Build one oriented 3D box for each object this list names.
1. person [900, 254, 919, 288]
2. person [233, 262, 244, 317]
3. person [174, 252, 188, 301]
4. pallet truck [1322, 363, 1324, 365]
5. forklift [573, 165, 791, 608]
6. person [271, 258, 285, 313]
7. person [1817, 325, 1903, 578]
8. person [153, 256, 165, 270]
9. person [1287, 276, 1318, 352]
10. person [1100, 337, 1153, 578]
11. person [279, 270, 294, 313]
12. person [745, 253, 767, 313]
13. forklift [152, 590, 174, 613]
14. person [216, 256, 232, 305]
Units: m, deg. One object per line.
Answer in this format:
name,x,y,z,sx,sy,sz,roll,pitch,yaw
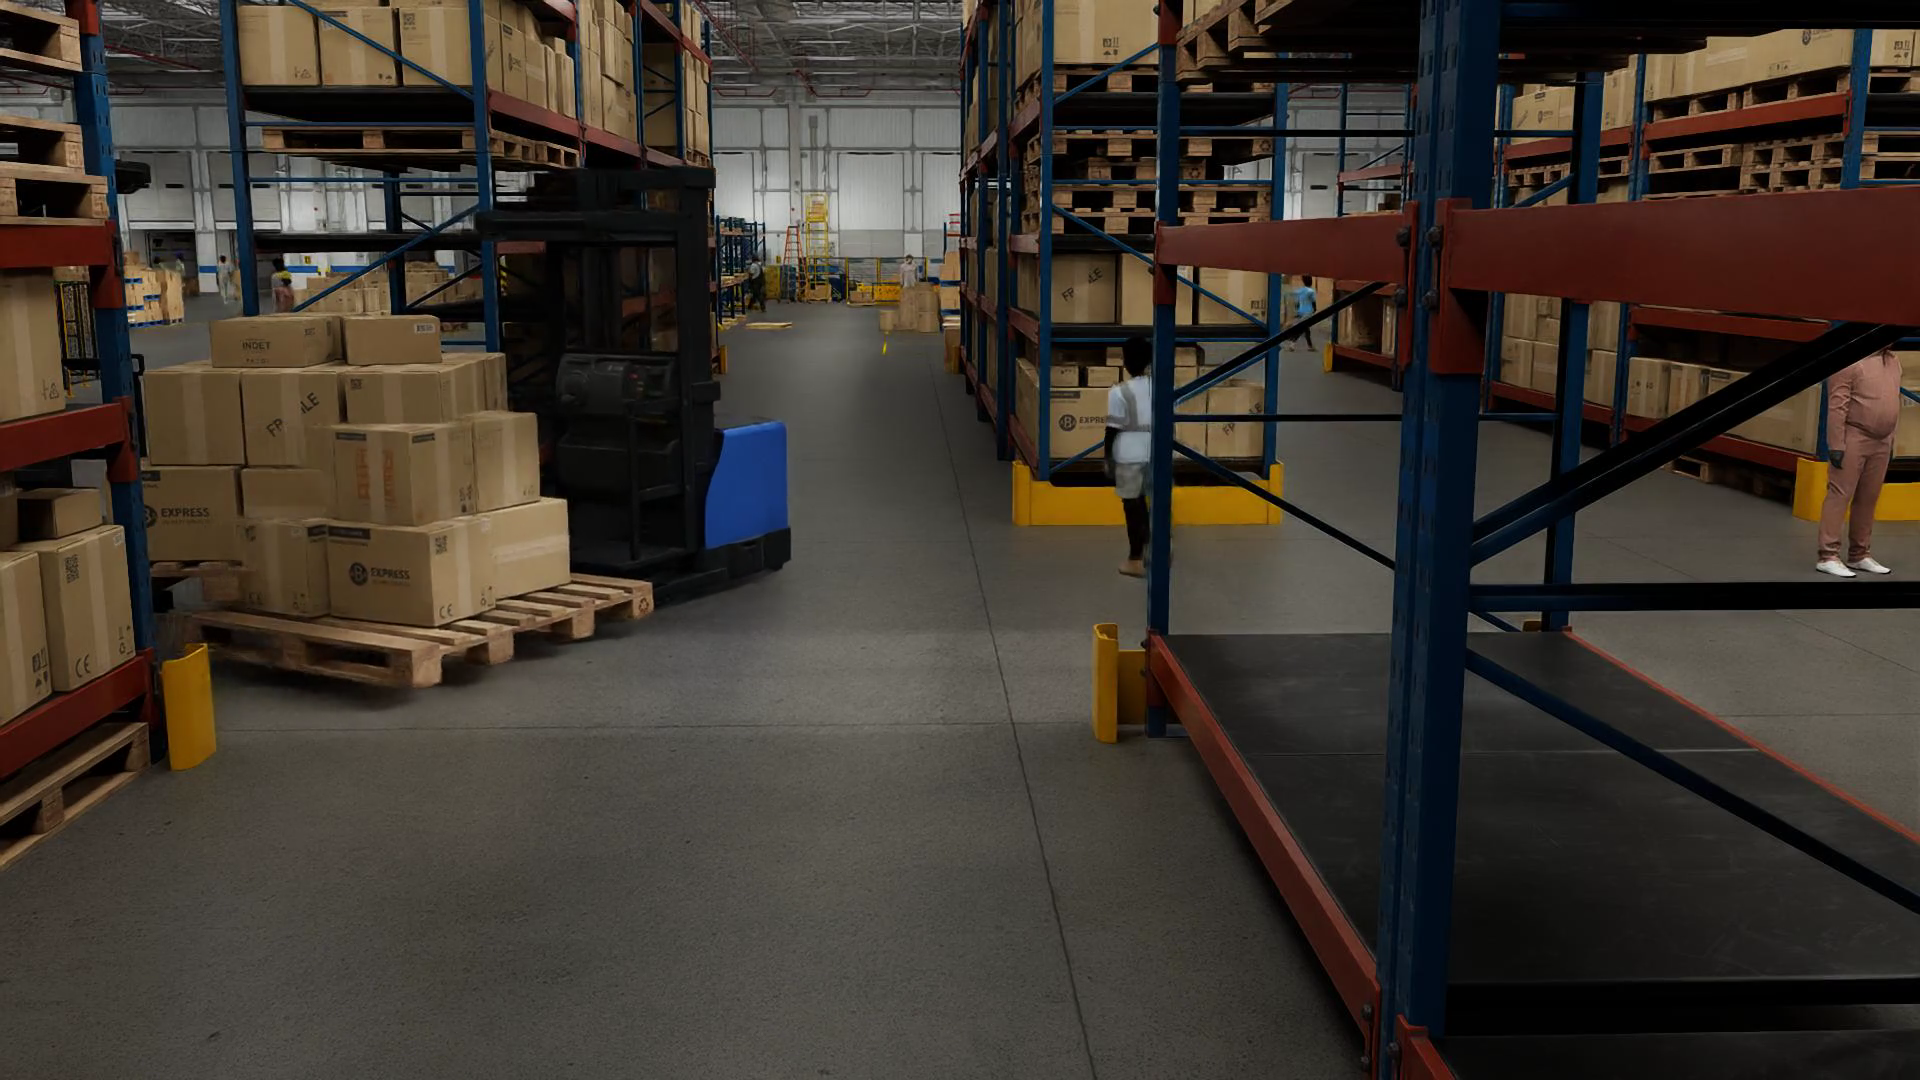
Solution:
person,-1.669,-8.501,55.103,0.635,1.936,0.354,-1,10,-5
person,-18.560,-6.370,43.268,0.581,1.917,0.553,3,11,15
person,-30.709,-10.397,65.680,0.571,1.925,0.652,-1,10,-3
pallet truck,7.712,-4.157,30.737,1.885,1.965,0.823,3,11,16
forklift,-2.073,-1.085,11.162,1.129,2.768,1.873,5,11,27
person,-15.722,-5.535,38.501,0.364,1.966,0.610,-2,10,-10
person,6.358,-0.685,11.686,0.642,1.900,0.400,-4,11,-23
person,-29.039,-9.322,60.057,0.944,1.798,0.638,-1,10,-5
person,7.307,-4.841,35.452,0.797,1.670,0.532,-4,11,-23
person,1.208,-0.581,11.662,0.552,1.682,0.435,-7,12,-33
person,-13.929,-4.717,34.540,0.368,1.750,0.541,1,10,4
person,-6.780,-8.554,55.113,1.002,2.000,0.688,4,11,20
forklift,-5.858,-0.811,9.639,1.873,2.768,1.129,-1,10,-3
person,-27.454,-9.670,62.010,0.552,1.818,0.963,-4,11,-20
